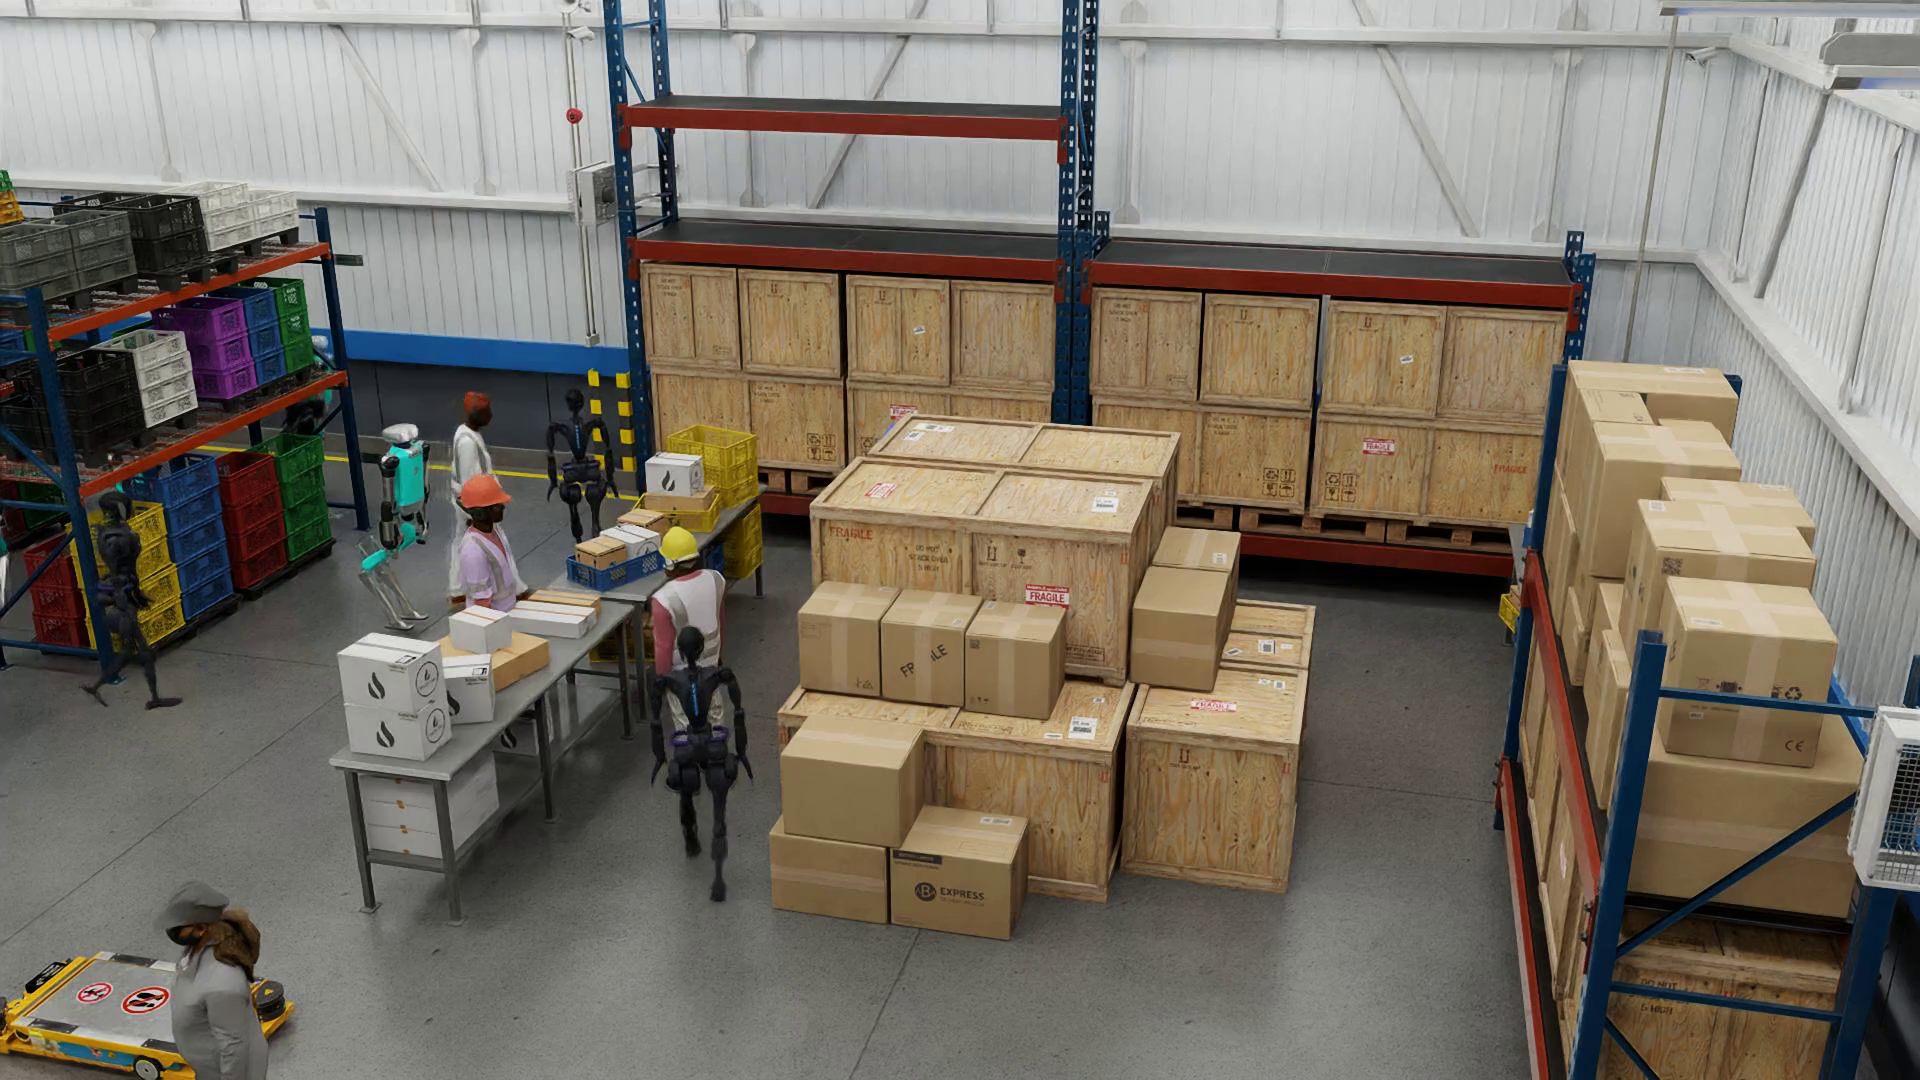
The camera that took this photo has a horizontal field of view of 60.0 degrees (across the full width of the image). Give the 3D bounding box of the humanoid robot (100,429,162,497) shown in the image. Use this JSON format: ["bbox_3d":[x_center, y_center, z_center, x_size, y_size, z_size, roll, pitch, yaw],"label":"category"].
[{"bbox_3d":[-7.335,-0.583,14.582,0.555,1.754,1.042,-4,21,-12],"label":"humanoid robot"}]

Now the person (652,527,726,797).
[{"bbox_3d":[-1.767,0.784,10.801,0.404,1.834,0.586,16,26,36],"label":"person"}]

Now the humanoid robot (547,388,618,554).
[{"bbox_3d":[-3.297,-0.516,14.493,0.611,1.636,0.761,-6,22,-16],"label":"humanoid robot"}]

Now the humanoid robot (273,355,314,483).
[{"bbox_3d":[-6.468,-1.185,16.171,0.337,1.651,0.587,-10,23,-24],"label":"humanoid robot"}]

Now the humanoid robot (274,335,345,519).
[{"bbox_3d":[-6.231,-1.021,15.668,0.814,1.769,0.562,-8,22,-19],"label":"humanoid robot"}]

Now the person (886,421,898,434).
[{"bbox_3d":[-0.369,0.035,12.689,0.631,1.886,0.949,11,24,26],"label":"person"}]

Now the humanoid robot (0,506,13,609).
[{"bbox_3d":[-8.124,-0.291,13.791,0.536,1.805,0.782,-1,21,-4],"label":"humanoid robot"}]

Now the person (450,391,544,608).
[{"bbox_3d":[-3.878,-0.329,13.683,0.882,1.847,0.612,-7,22,-18],"label":"person"}]

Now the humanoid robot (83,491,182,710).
[{"bbox_3d":[-6.065,0.454,11.973,0.644,1.651,0.599,-6,22,-15],"label":"humanoid robot"}]

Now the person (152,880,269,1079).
[{"bbox_3d":[-3.123,2.223,7.126,0.396,1.769,0.562,-13,24,-30],"label":"person"}]

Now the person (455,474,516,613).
[{"bbox_3d":[-3.108,0.539,11.149,0.365,2.048,0.607,-3,21,-8],"label":"person"}]

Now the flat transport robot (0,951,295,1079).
[{"bbox_3d":[-4.270,2.464,8.601,1.431,0.231,0.659,5,22,13],"label":"flat transport robot"}]

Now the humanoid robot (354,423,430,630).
[{"bbox_3d":[-4.537,-0.120,13.166,0.731,1.690,0.531,7,22,17],"label":"humanoid robot"}]

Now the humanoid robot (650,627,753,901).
[{"bbox_3d":[-1.536,1.259,9.842,0.598,1.619,0.813,-3,21,-9],"label":"humanoid robot"}]
